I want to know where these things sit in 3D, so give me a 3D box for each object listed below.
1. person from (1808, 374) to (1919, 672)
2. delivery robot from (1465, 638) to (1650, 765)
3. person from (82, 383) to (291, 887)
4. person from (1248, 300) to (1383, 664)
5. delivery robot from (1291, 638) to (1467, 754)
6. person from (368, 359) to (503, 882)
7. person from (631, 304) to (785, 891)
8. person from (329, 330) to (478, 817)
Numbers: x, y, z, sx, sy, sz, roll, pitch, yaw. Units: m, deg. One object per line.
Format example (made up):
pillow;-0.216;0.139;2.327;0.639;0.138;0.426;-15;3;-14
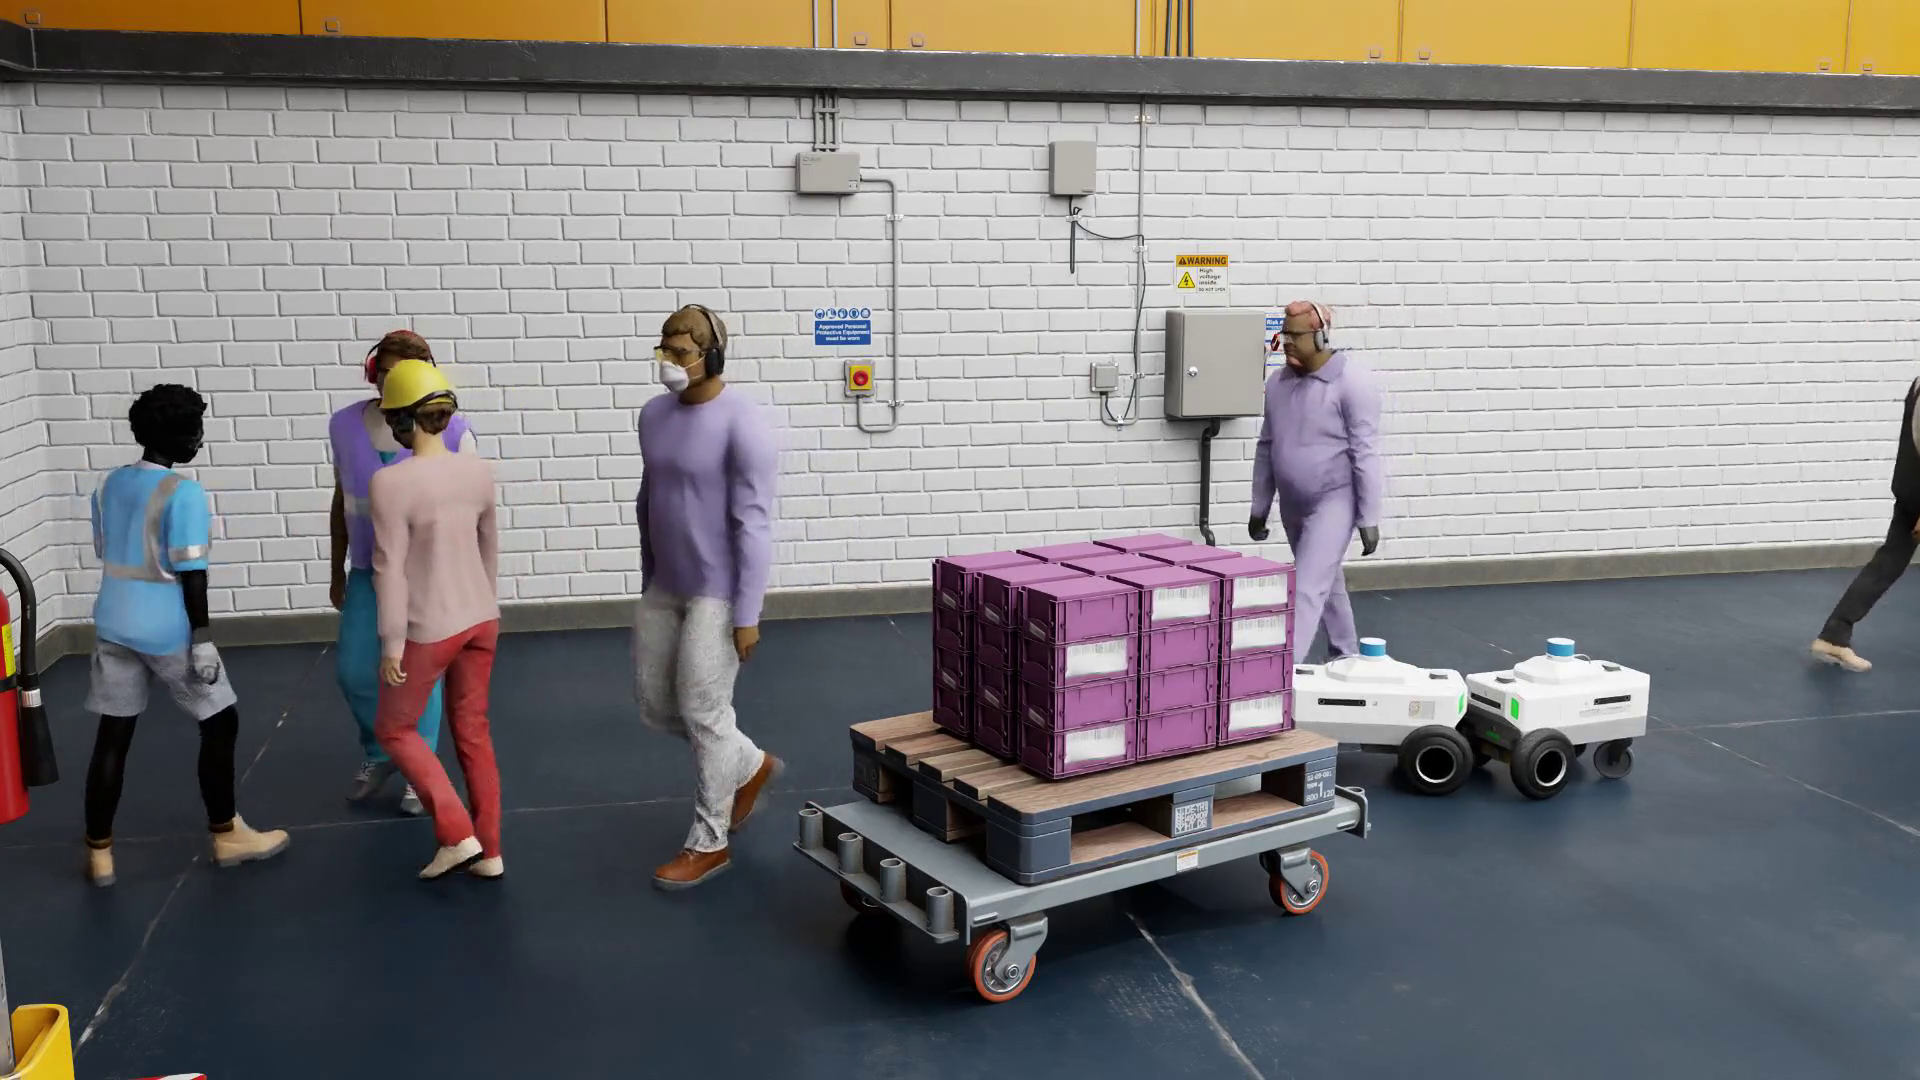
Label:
person;4.664;-0.203;8.031;0.959;1.802;0.526;3;11;15
delivery robot;2.368;0.632;6.588;0.707;0.478;0.477;-4;11;-21
person;-2.651;0.312;5.542;0.594;1.658;0.573;5;12;27
person;1.538;-0.137;7.498;0.976;1.856;0.657;-6;12;-29
delivery robot;1.624;0.631;6.590;0.707;0.478;0.477;1;10;8
person;-1.712;0.287;5.441;0.386;1.748;0.557;5;11;26
person;-0.838;0.178;5.556;0.655;1.925;0.549;9;14;42
person;-2.039;0.136;6.120;0.613;1.811;0.435;1;10;6
